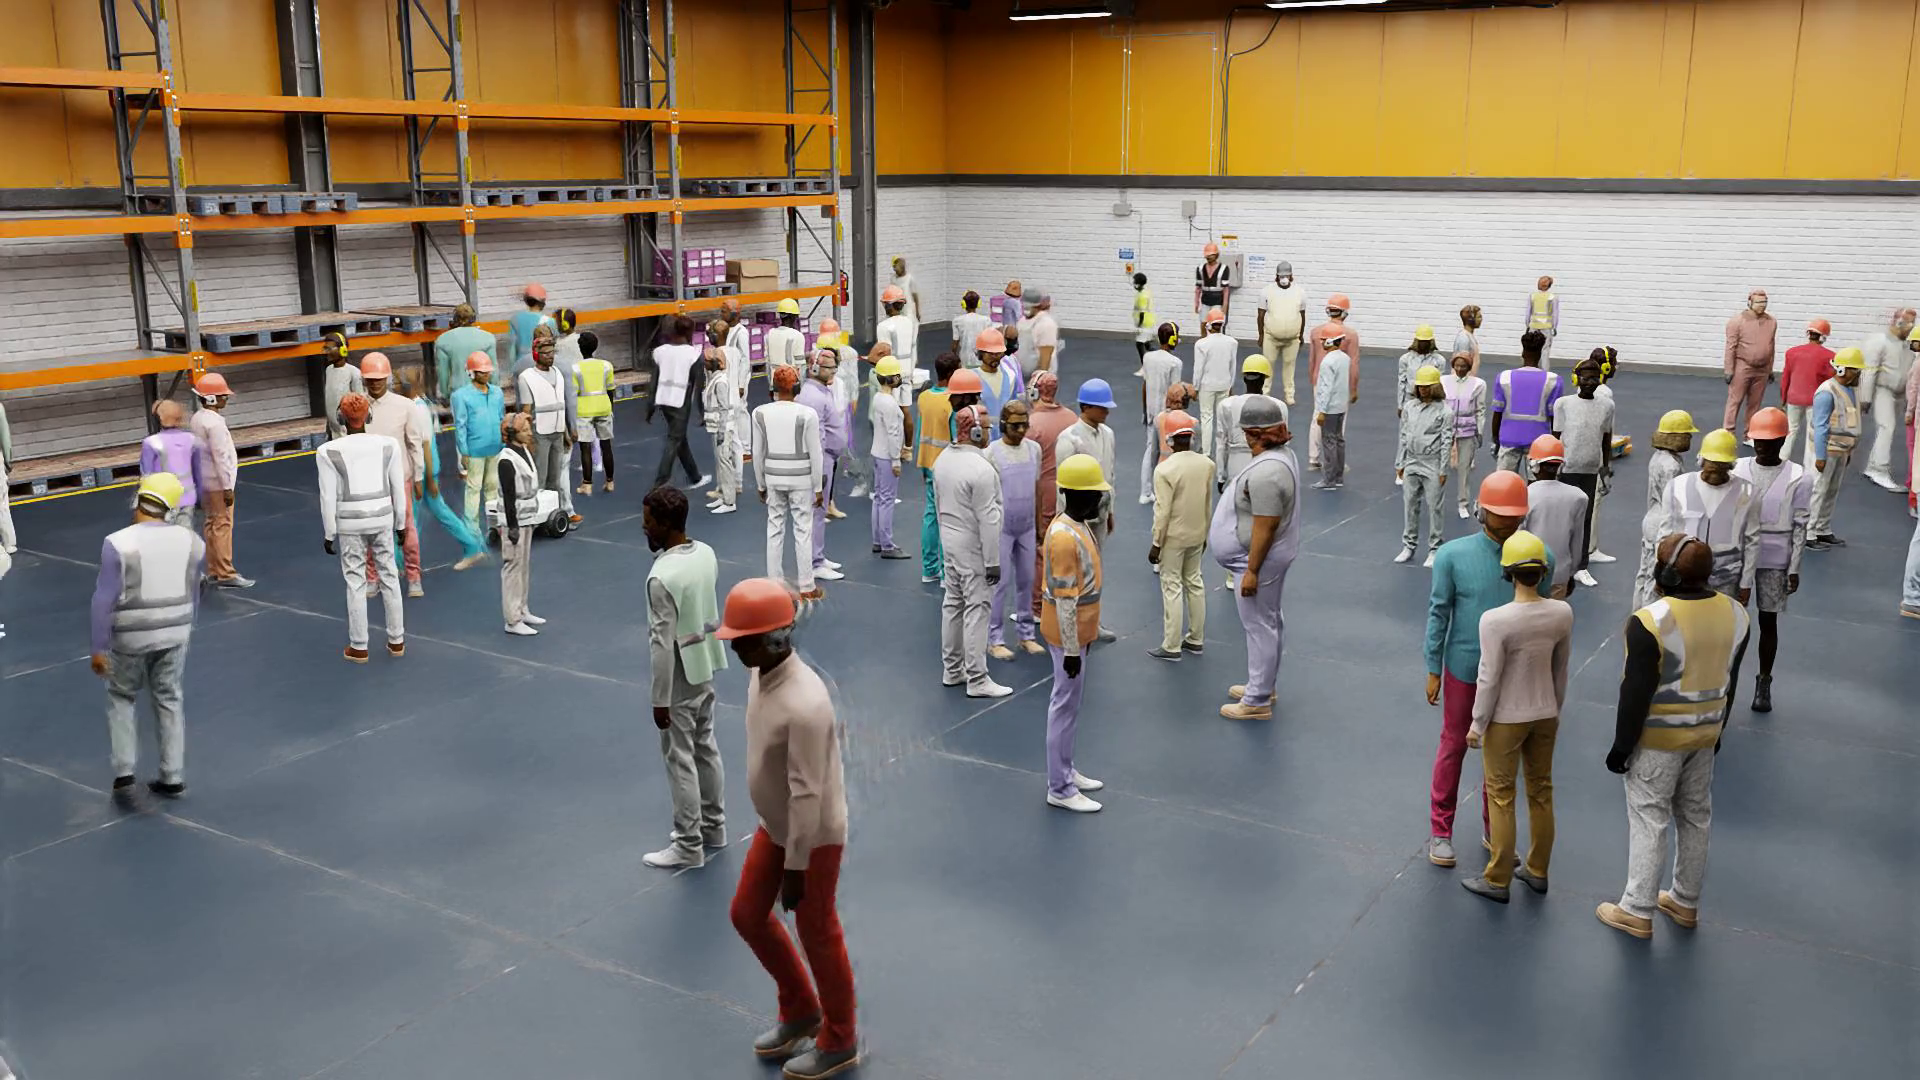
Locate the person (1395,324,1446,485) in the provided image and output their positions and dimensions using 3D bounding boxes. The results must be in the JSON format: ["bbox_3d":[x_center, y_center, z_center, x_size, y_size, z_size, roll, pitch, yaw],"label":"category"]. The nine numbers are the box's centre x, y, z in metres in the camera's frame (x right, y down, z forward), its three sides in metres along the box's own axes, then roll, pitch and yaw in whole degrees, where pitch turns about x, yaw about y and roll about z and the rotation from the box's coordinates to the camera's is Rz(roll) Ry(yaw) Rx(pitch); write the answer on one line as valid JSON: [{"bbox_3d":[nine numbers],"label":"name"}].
[{"bbox_3d":[4.889,-1.429,17.684,0.483,1.734,0.342,3,13,13],"label":"person"}]

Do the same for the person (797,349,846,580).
[{"bbox_3d":[-1.147,-0.635,13.862,0.400,1.905,0.643,-1,13,-5],"label":"person"}]

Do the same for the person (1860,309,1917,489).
[{"bbox_3d":[9.977,-1.505,17.724,0.672,1.890,0.703,-6,14,-23],"label":"person"}]

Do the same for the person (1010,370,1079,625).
[{"bbox_3d":[0.610,-0.320,12.484,0.407,1.910,0.639,12,17,41],"label":"person"}]

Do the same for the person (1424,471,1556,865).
[{"bbox_3d":[2.594,0.634,8.161,0.623,1.990,0.397,0,13,-2],"label":"person"}]

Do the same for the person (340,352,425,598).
[{"bbox_3d":[-4.541,-0.496,13.116,0.624,1.979,0.450,-1,13,-3],"label":"person"}]

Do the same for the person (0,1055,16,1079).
[{"bbox_3d":[-3.863,1.363,5.882,0.827,1.591,0.502,-9,16,-34],"label":"person"}]

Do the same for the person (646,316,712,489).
[{"bbox_3d":[-2.932,-1.369,17.187,0.622,1.859,1.071,7,15,28],"label":"person"}]

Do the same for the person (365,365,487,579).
[{"bbox_3d":[-4.461,-0.570,13.842,0.981,1.798,0.497,-4,14,-17],"label":"person"}]

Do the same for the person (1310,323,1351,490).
[{"bbox_3d":[3.897,-1.410,17.551,0.341,1.750,0.566,9,16,33],"label":"person"}]

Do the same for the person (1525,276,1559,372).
[{"bbox_3d":[9.099,-3.309,26.036,0.515,1.640,0.314,11,17,40],"label":"person"}]

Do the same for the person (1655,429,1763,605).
[{"bbox_3d":[4.661,0.201,10.412,0.592,1.825,0.403,6,14,24],"label":"person"}]

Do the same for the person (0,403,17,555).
[{"bbox_3d":[-8.542,-0.649,14.500,0.514,1.641,0.308,-10,16,-37],"label":"person"}]

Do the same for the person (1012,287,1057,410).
[{"bbox_3d":[0.833,-2.015,19.546,0.902,2.000,0.704,-8,15,-31],"label":"person"}]

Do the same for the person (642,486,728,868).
[{"bbox_3d":[-1.356,0.675,8.178,0.392,1.910,0.588,3,13,15],"label":"person"}]

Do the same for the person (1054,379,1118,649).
[{"bbox_3d":[0.908,-0.187,11.847,0.418,1.939,0.610,11,17,40],"label":"person"}]

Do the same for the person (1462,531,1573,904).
[{"bbox_3d":[2.610,0.828,7.821,0.530,1.765,0.325,-5,14,-22],"label":"person"}]

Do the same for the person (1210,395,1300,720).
[{"bbox_3d":[1.829,0.097,10.385,0.537,2.000,0.678,4,14,19],"label":"person"}]

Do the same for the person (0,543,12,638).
[{"bbox_3d":[-7.107,-0.069,12.019,0.376,1.618,0.533,-6,14,-23],"label":"person"}]

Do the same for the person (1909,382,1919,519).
[{"bbox_3d":[9.470,-1.059,16.026,0.518,1.756,0.347,1,13,4],"label":"person"}]

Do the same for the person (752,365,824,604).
[{"bbox_3d":[-1.333,-0.429,13.022,0.573,1.879,0.356,4,14,16],"label":"person"}]

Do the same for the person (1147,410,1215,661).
[{"bbox_3d":[1.516,-0.035,11.593,0.572,1.747,0.337,-11,17,-40],"label":"person"}]

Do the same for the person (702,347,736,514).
[{"bbox_3d":[-2.371,-1.079,16.368,0.311,1.638,0.522,-3,13,-15],"label":"person"}]

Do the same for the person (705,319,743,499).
[{"bbox_3d":[-2.431,-1.336,17.027,0.344,1.847,0.504,6,14,24],"label":"person"}]

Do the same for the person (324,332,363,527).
[{"bbox_3d":[-5.773,-1.012,15.569,0.511,1.872,0.329,8,15,31],"label":"person"}]

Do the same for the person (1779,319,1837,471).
[{"bbox_3d":[9.291,-1.549,18.202,0.574,1.741,0.354,12,18,42],"label":"person"}]

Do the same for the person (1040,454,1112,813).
[{"bbox_3d":[0.617,0.488,8.938,0.365,1.928,0.586,2,13,7],"label":"person"}]

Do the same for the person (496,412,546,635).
[{"bbox_3d":[-3.246,-0.128,12.239,0.313,1.639,0.517,0,13,0],"label":"person"}]

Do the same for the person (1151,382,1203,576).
[{"bbox_3d":[1.805,-0.497,13.847,0.307,1.637,0.525,-11,17,-40],"label":"person"}]

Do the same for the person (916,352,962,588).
[{"bbox_3d":[-0.136,-0.568,13.544,0.374,1.915,0.596,-9,16,-35],"label":"person"}]

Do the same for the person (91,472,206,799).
[{"bbox_3d":[-4.409,0.536,9.066,0.426,1.780,0.681,10,17,38],"label":"person"}]

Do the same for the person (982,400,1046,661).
[{"bbox_3d":[0.362,-0.070,11.570,0.522,1.833,0.339,-8,15,-31],"label":"person"}]

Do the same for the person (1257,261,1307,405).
[{"bbox_3d":[4.542,-2.912,23.435,0.686,2.000,0.535,0,13,1],"label":"person"}]

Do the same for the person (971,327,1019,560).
[{"bbox_3d":[0.264,-0.804,14.287,0.616,2.041,0.379,-8,15,-31],"label":"person"}]

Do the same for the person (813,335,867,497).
[{"bbox_3d":[-1.290,-1.232,16.919,0.486,1.716,0.822,13,18,43],"label":"person"}]

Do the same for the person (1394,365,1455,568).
[{"bbox_3d":[3.962,-0.631,14.220,0.328,1.734,0.481,-12,17,-41],"label":"person"}]

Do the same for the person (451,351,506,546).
[{"bbox_3d":[-4.312,-0.837,15.063,0.324,1.752,0.560,8,15,31],"label":"person"}]

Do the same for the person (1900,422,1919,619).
[{"bbox_3d":[7.421,-0.395,12.617,0.382,1.993,0.622,8,15,31],"label":"person"}]

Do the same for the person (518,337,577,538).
[{"bbox_3d":[-3.839,-0.960,15.394,0.381,1.845,0.570,6,14,24],"label":"person"}]

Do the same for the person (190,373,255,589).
[{"bbox_3d":[-6.023,-0.485,13.538,0.335,1.749,0.575,-11,17,-38],"label":"person"}]

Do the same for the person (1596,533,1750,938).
[{"bbox_3d":[3.167,0.873,7.452,0.621,1.847,0.429,-5,14,-20],"label":"person"}]
